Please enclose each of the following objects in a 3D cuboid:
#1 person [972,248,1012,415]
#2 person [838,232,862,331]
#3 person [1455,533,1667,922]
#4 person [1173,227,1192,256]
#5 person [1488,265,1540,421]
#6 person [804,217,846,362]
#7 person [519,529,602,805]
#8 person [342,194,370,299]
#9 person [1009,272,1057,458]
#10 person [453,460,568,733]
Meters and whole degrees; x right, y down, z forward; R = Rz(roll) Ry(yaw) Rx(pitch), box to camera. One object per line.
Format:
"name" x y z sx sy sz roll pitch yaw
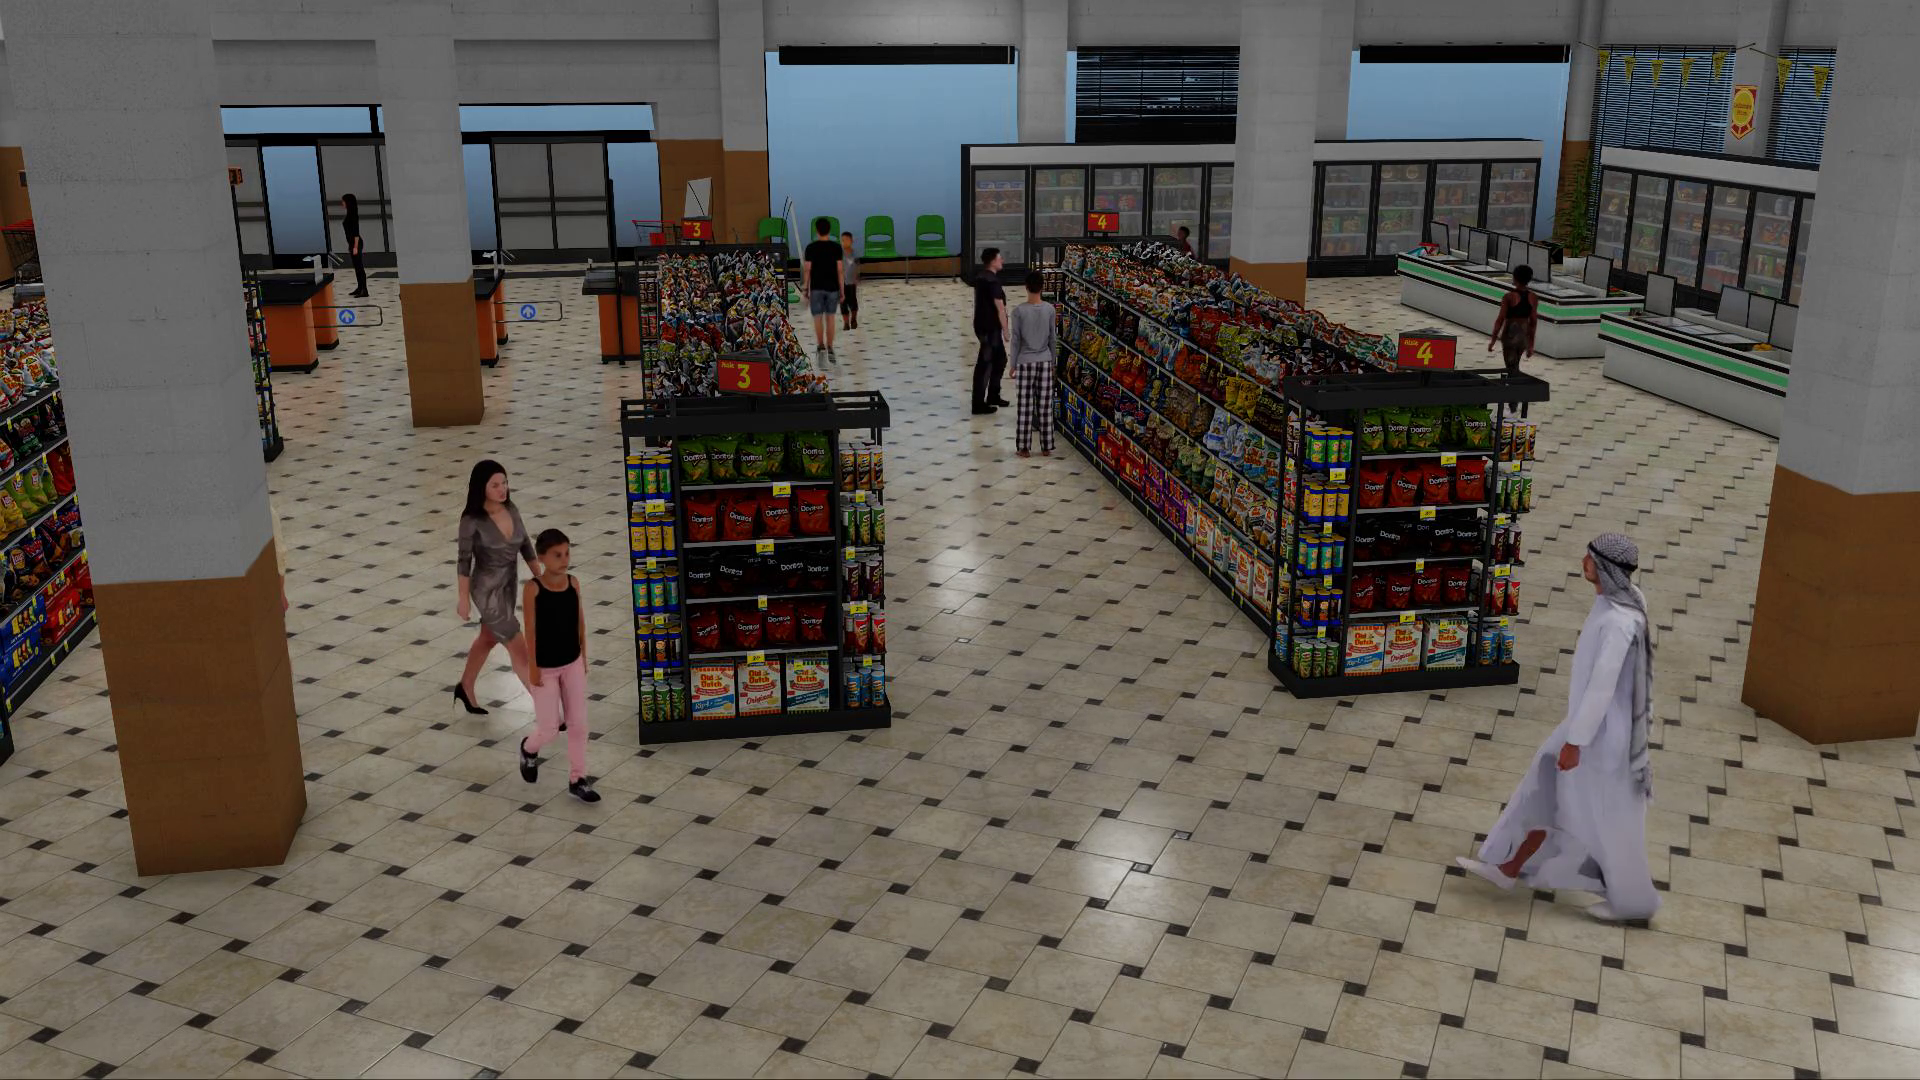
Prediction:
"person" 0.238 -2.304 18.436 0.757 1.830 0.633 -3 17 -10
"person" -1.620 -3.763 23.901 0.670 1.448 0.701 3 17 10
"person" 3.081 0.915 7.738 1.086 1.888 1.241 4 17 12
"person" 3.471 -4.213 25.731 0.701 1.244 0.723 -10 19 -29
"person" 6.092 -2.124 18.112 0.578 1.675 0.763 -4 17 -11
"person" -1.750 -3.201 21.405 0.672 1.822 1.067 -3 17 -10
"person" -2.238 0.684 9.077 0.766 1.551 0.905 -15 22 -40
"person" -9.761 -4.762 26.856 0.702 1.642 0.560 -10 20 -31
"person" 0.741 -1.748 16.575 0.623 1.847 0.529 -4 17 -12
"person" -2.826 0.355 9.928 1.148 1.687 1.160 7 18 22
